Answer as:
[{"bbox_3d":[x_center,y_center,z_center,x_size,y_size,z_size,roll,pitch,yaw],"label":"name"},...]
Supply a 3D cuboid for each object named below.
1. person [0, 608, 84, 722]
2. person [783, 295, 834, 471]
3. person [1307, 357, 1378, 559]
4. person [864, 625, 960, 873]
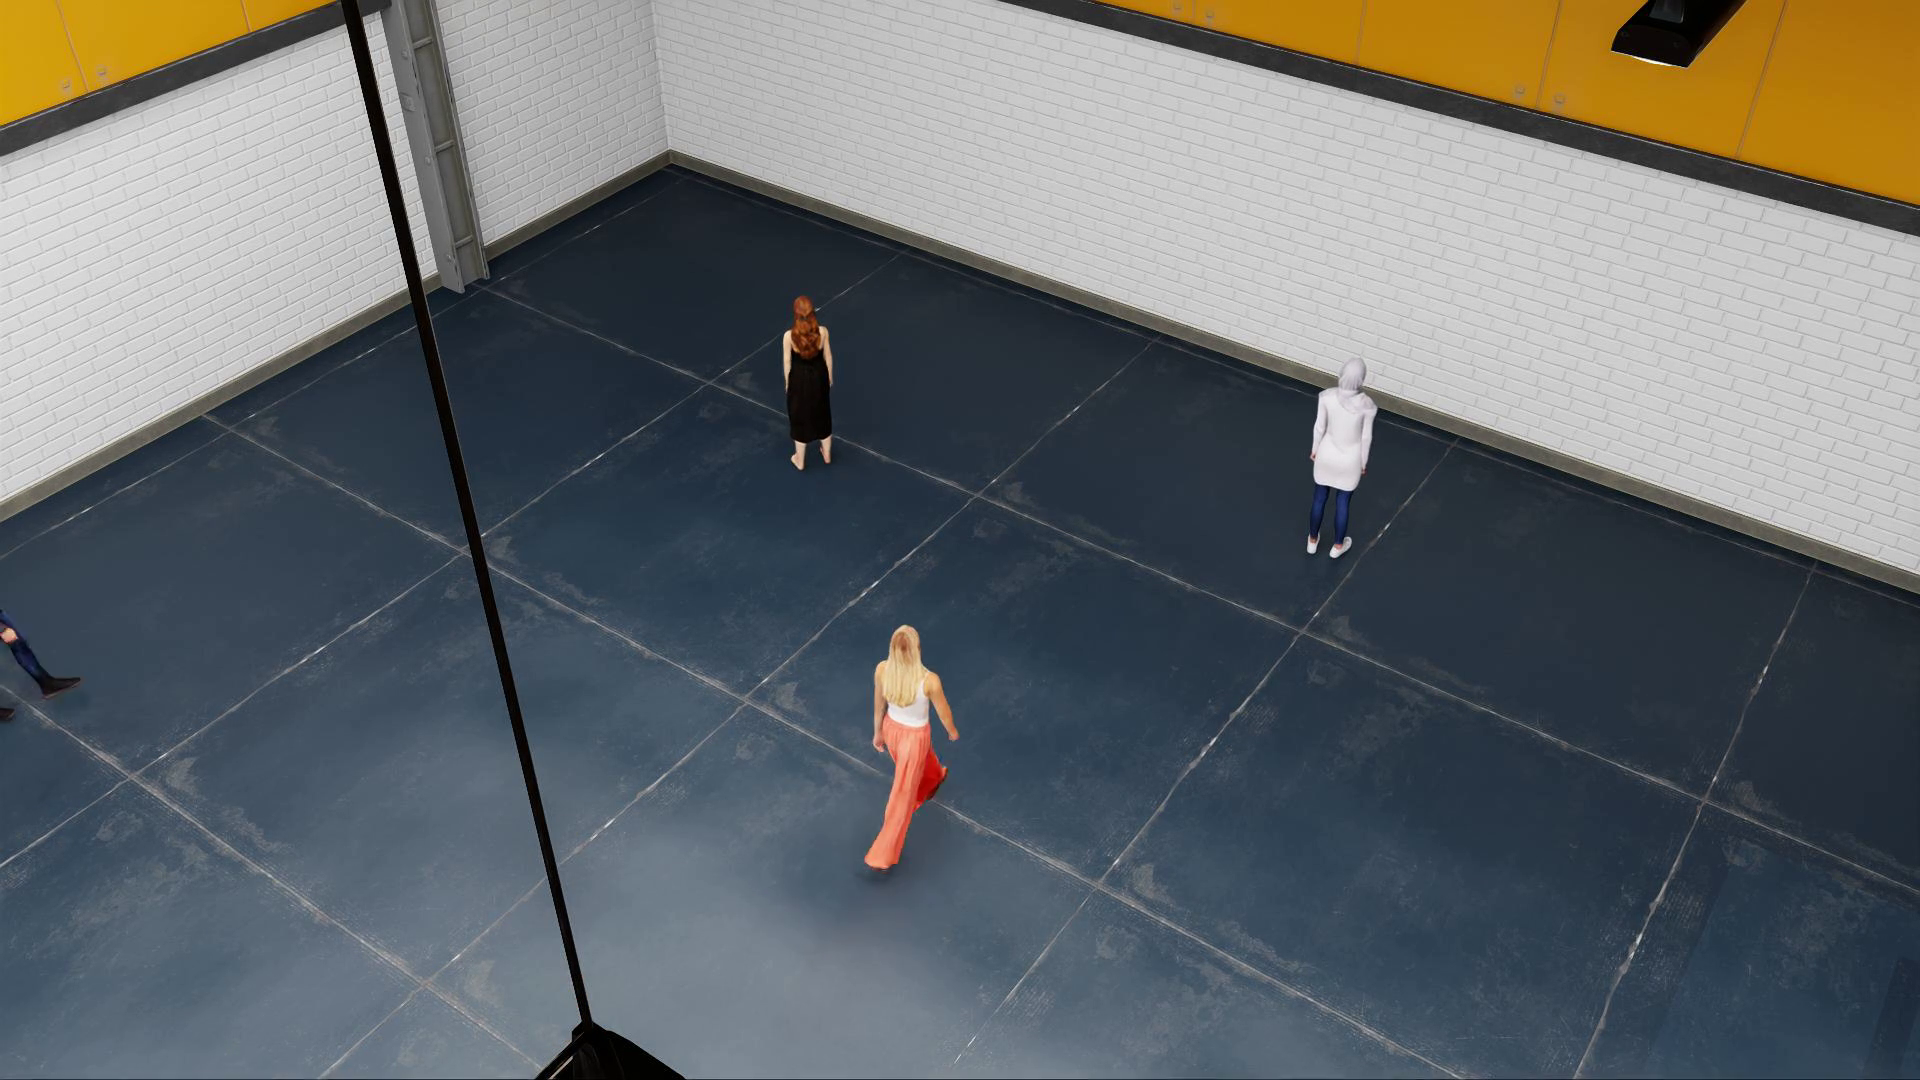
[{"bbox_3d":[-6.855,0.597,11.385,1.083,1.720,0.938,-14,41,-17],"label":"person"},{"bbox_3d":[-1.258,-1.308,13.847,0.665,1.624,0.742,-13,40,-15],"label":"person"},{"bbox_3d":[2.931,-0.627,12.874,0.633,1.775,0.569,18,42,21],"label":"person"},{"bbox_3d":[-0.370,1.348,10.423,0.655,1.746,1.254,22,43,25],"label":"person"}]
